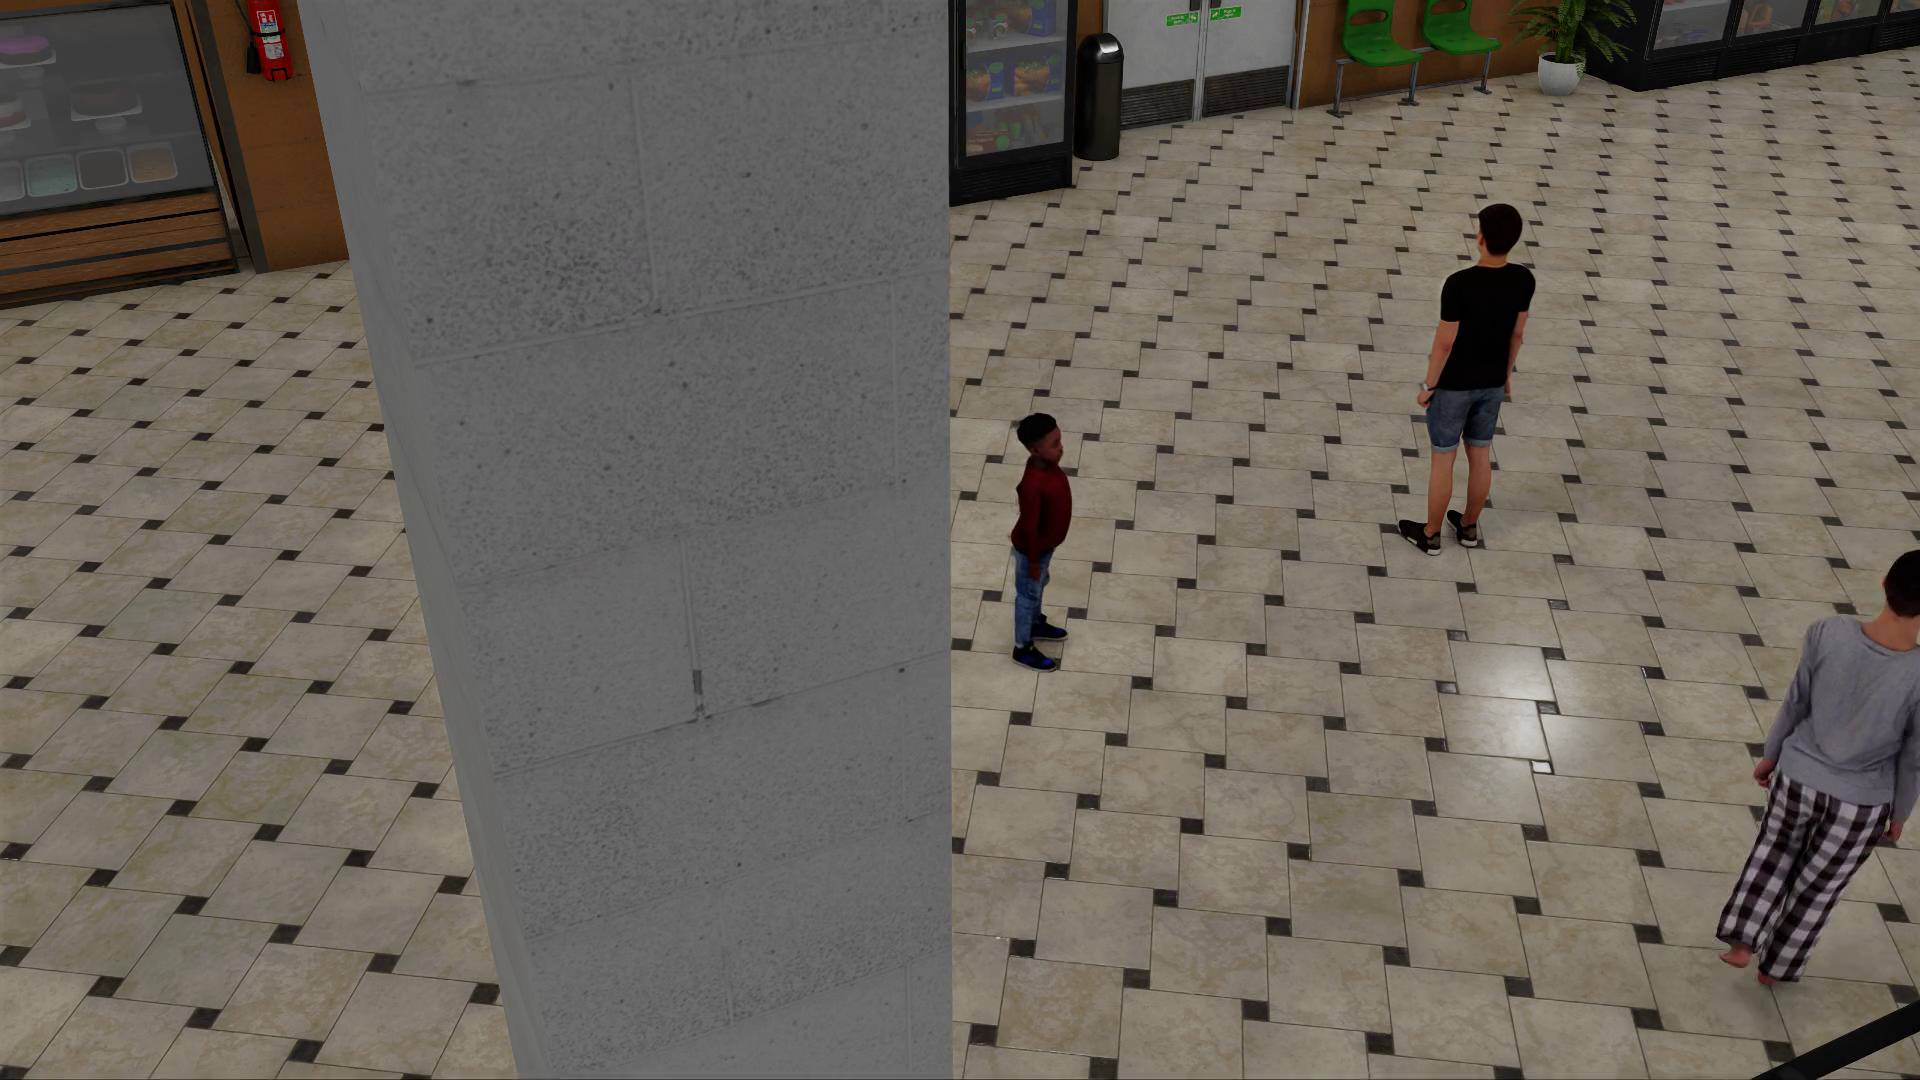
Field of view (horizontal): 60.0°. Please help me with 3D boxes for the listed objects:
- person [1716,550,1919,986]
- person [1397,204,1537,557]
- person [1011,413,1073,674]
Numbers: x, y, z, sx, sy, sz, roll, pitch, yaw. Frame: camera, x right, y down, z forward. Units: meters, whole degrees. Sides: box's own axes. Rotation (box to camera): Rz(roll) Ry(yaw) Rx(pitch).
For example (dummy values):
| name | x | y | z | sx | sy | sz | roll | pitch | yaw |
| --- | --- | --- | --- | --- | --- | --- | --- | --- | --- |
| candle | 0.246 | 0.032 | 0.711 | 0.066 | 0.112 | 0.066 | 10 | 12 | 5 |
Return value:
| name | x | y | z | sx | sy | sz | roll | pitch | yaw |
| --- | --- | --- | --- | --- | --- | --- | --- | --- | --- |
| person | 2.909 | 0.855 | 5.606 | 0.820 | 1.832 | 0.774 | -26 | 40 | -35 |
| person | 2.526 | -0.779 | 8.218 | 0.676 | 1.847 | 0.589 | -10 | 33 | -15 |
| person | 0.337 | -0.011 | 7.545 | 0.645 | 1.253 | 0.578 | 9 | 33 | 14 |
